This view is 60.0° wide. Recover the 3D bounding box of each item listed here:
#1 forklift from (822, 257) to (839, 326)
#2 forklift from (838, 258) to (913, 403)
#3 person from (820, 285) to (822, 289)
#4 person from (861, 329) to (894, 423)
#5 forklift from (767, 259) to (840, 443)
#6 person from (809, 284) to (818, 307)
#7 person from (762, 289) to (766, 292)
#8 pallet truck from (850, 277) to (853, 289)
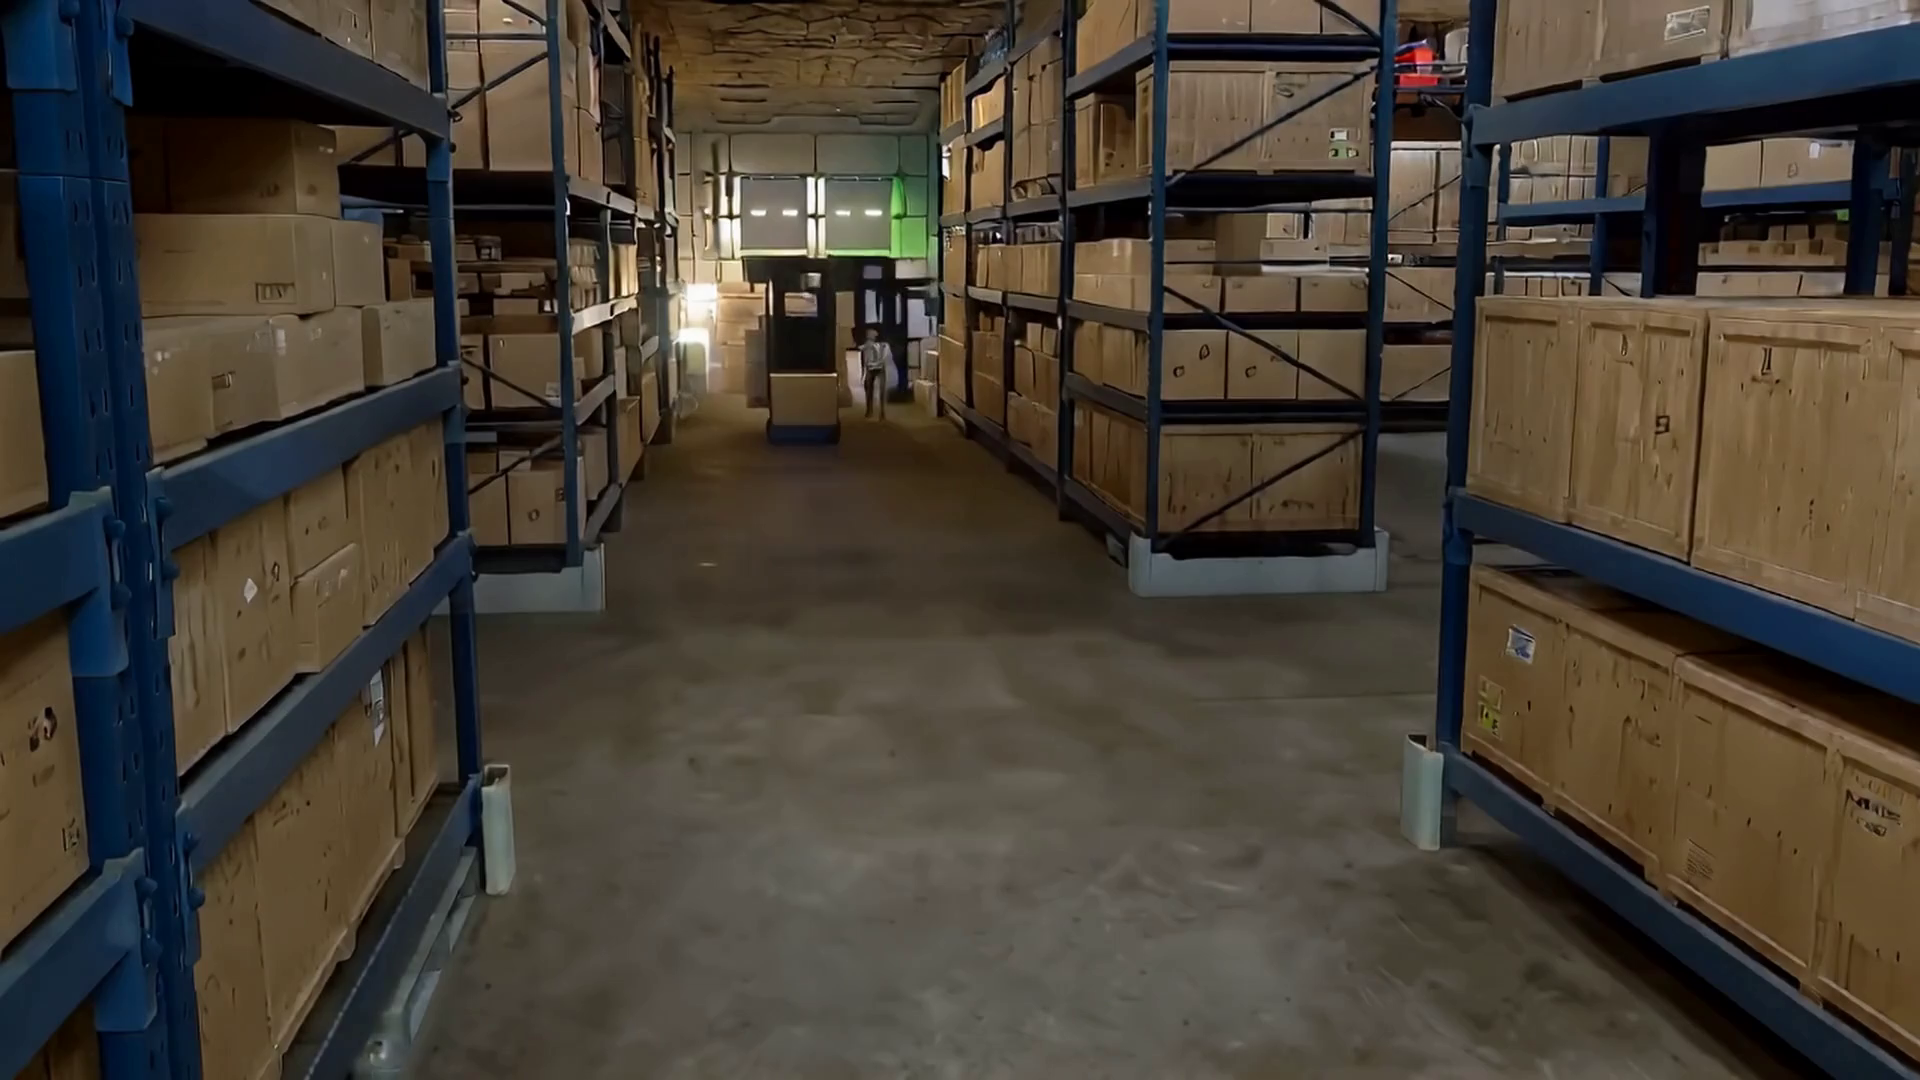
[{"bbox_3d":[-3.645,-6.721,47.695,1.873,2.768,1.129,1,10,8],"label":"forklift"},{"bbox_3d":[-1.680,-4.096,32.413,1.129,2.768,1.873,8,12,37],"label":"forklift"},{"bbox_3d":[-4.381,-7.337,54.029,0.376,1.937,0.629,-7,12,-34],"label":"person"},{"bbox_3d":[-1.429,-2.821,28.691,0.569,1.622,0.349,0,10,-2],"label":"person"},{"bbox_3d":[-2.469,-2.986,25.947,1.129,2.768,1.873,-1,10,-7],"label":"forklift"},{"bbox_3d":[-4.770,-7.592,55.566,0.535,1.922,0.558,4,11,22],"label":"person"},{"bbox_3d":[-5.366,-5.943,45.902,0.370,1.941,0.627,0,10,2],"label":"person"},{"bbox_3d":[-3.782,-9.391,65.808,1.885,1.965,0.823,2,10,10],"label":"pallet truck"}]
